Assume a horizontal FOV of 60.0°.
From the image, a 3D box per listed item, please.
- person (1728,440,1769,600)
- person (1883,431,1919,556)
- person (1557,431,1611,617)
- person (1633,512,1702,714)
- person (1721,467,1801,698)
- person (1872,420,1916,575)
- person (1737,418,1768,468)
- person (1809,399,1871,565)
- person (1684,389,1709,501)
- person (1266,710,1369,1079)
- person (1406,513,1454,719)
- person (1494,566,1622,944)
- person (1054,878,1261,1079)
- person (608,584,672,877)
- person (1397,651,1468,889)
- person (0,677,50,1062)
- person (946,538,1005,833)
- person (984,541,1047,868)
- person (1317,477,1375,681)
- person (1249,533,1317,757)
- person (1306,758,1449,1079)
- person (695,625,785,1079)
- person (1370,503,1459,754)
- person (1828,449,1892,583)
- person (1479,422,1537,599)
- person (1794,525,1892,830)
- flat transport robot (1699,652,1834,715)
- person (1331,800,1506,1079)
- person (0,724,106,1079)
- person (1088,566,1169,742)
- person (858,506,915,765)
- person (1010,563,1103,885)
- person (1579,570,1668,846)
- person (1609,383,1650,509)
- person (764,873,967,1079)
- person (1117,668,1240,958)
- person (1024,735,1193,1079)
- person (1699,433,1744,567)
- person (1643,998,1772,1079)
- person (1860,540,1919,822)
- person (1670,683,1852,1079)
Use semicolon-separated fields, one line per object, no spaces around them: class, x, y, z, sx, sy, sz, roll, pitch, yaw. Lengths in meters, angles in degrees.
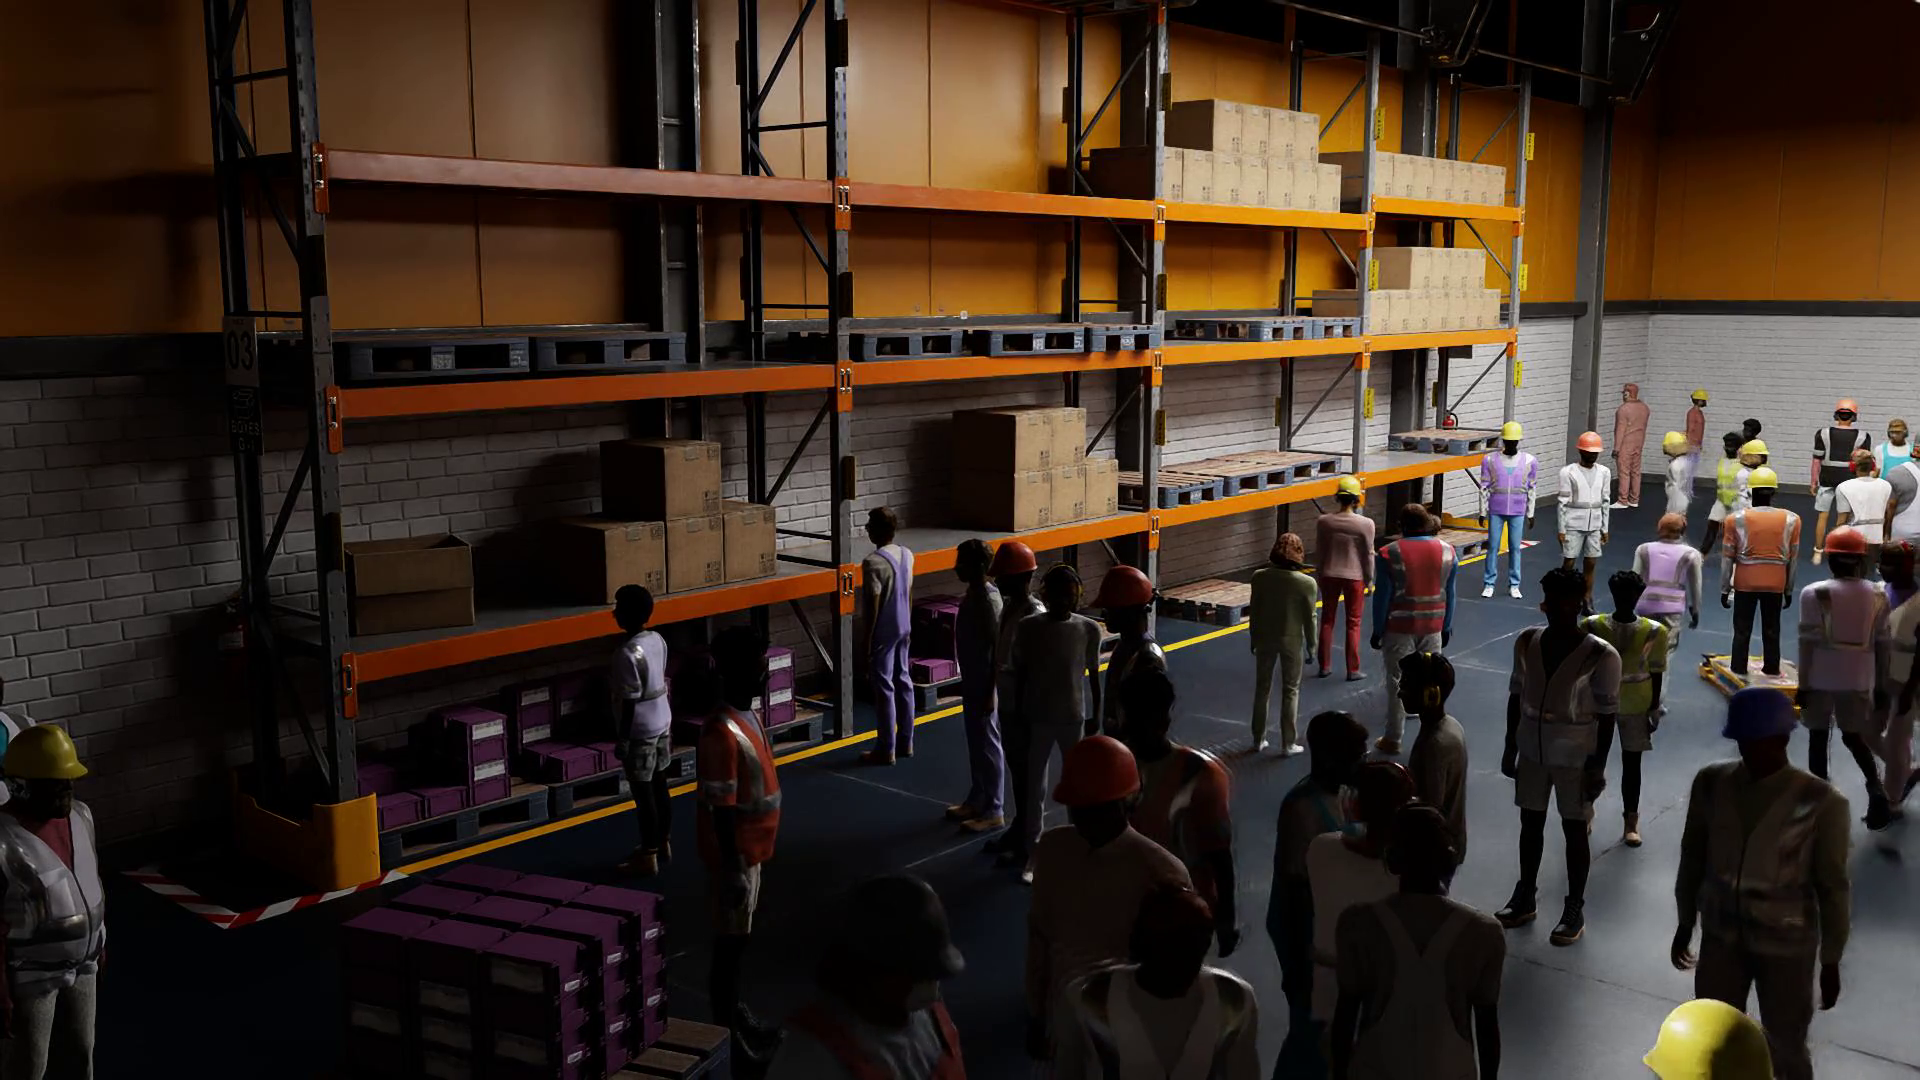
person;8.488;-0.211;17.895;0.286;1.744;0.483;8;12;43
person;9.312;-0.090;16.156;0.684;2.000;0.538;3;9;21
person;6.330;-0.141;16.859;0.546;1.929;0.389;-1;9;-7
person;5.641;0.572;13.376;0.547;1.608;0.778;7;11;37
person;6.540;0.363;13.647;0.582;1.919;0.399;2;9;13
person;10.989;-0.498;19.492;0.568;1.812;0.632;4;10;27
person;10.183;-0.733;21.429;0.329;1.687;0.545;-1;9;-8
person;10.608;-0.688;20.076;0.615;2.028;0.409;4;10;25
person;11.546;-1.491;26.110;0.340;1.760;0.526;7;12;40
person;1.379;1.527;6.386;0.349;1.834;0.621;5;10;30
person;3.604;0.599;13.056;0.418;1.621;0.534;-5;10;-28
person;3.113;1.105;8.692;0.367;1.966;0.606;-8;12;-42
person;0.542;1.784;4.846;0.586;1.818;1.032;-2;9;-12
person;-1.848;1.095;9.622;0.322;1.696;0.536;2;9;12
person;2.016;1.391;7.199;0.333;1.860;0.510;3;9;20
person;-4.147;1.420;7.112;0.429;1.831;0.635;4;10;24
person;0.113;0.900;10.399;0.329;1.844;0.515;-3;9;-16
person;0.332;0.957;9.785;0.381;1.930;0.548;-2;9;-15
person;3.323;0.333;14.334;0.520;1.761;0.335;6;10;33
person;2.333;0.757;12.044;0.505;1.623;0.286;5;10;29
person;1.358;1.650;5.636;0.724;1.823;0.579;-7;11;-38
person;-0.956;1.334;7.231;0.367;1.961;0.604;0;9;0
person;3.276;0.644;12.086;0.621;1.838;0.429;-1;9;-8
person;8.578;0.055;15.859;0.565;1.841;0.387;-2;9;-12
person;5.927;-0.321;18.016;0.594;1.924;0.373;2;9;13
person;5.529;0.880;10.365;0.550;1.910;0.699;1;9;4
flat transport robot;6.635;1.173;13.696;0.652;0.197;1.431;1;9;8
person;1.409;1.714;5.177;0.505;1.839;0.344;2;9;14
person;-3.367;1.573;6.147;0.403;1.824;0.590;2;9;12
person;0.837;1.134;8.310;0.408;2.035;0.601;-1;9;-8
person;-0.527;0.678;11.829;0.348;1.846;0.506;6;11;35
person;0.543;1.046;9.426;0.516;1.859;0.340;1;9;9
person;4.007;1.014;10.140;0.533;1.698;0.318;3;9;21
person;10.085;-1.416;25.130;0.641;1.912;0.410;-5;10;-32
person;-0.308;1.752;4.278;0.806;2.000;0.730;5;10;29
person;0.731;1.450;6.574;0.764;1.924;0.614;-9;12;-44
person;0.459;1.598;5.429;0.623;1.989;0.400;7;11;38
person;9.069;-0.437;19.693;0.852;1.639;0.530;-5;10;-27
person;1.661;1.947;3.550;0.596;1.884;0.944;-3;9;-17
person;5.961;0.894;10.531;0.517;1.823;0.562;-3;9;-16
person;3.037;1.487;6.331;0.445;1.945;0.626;-7;11;-37
